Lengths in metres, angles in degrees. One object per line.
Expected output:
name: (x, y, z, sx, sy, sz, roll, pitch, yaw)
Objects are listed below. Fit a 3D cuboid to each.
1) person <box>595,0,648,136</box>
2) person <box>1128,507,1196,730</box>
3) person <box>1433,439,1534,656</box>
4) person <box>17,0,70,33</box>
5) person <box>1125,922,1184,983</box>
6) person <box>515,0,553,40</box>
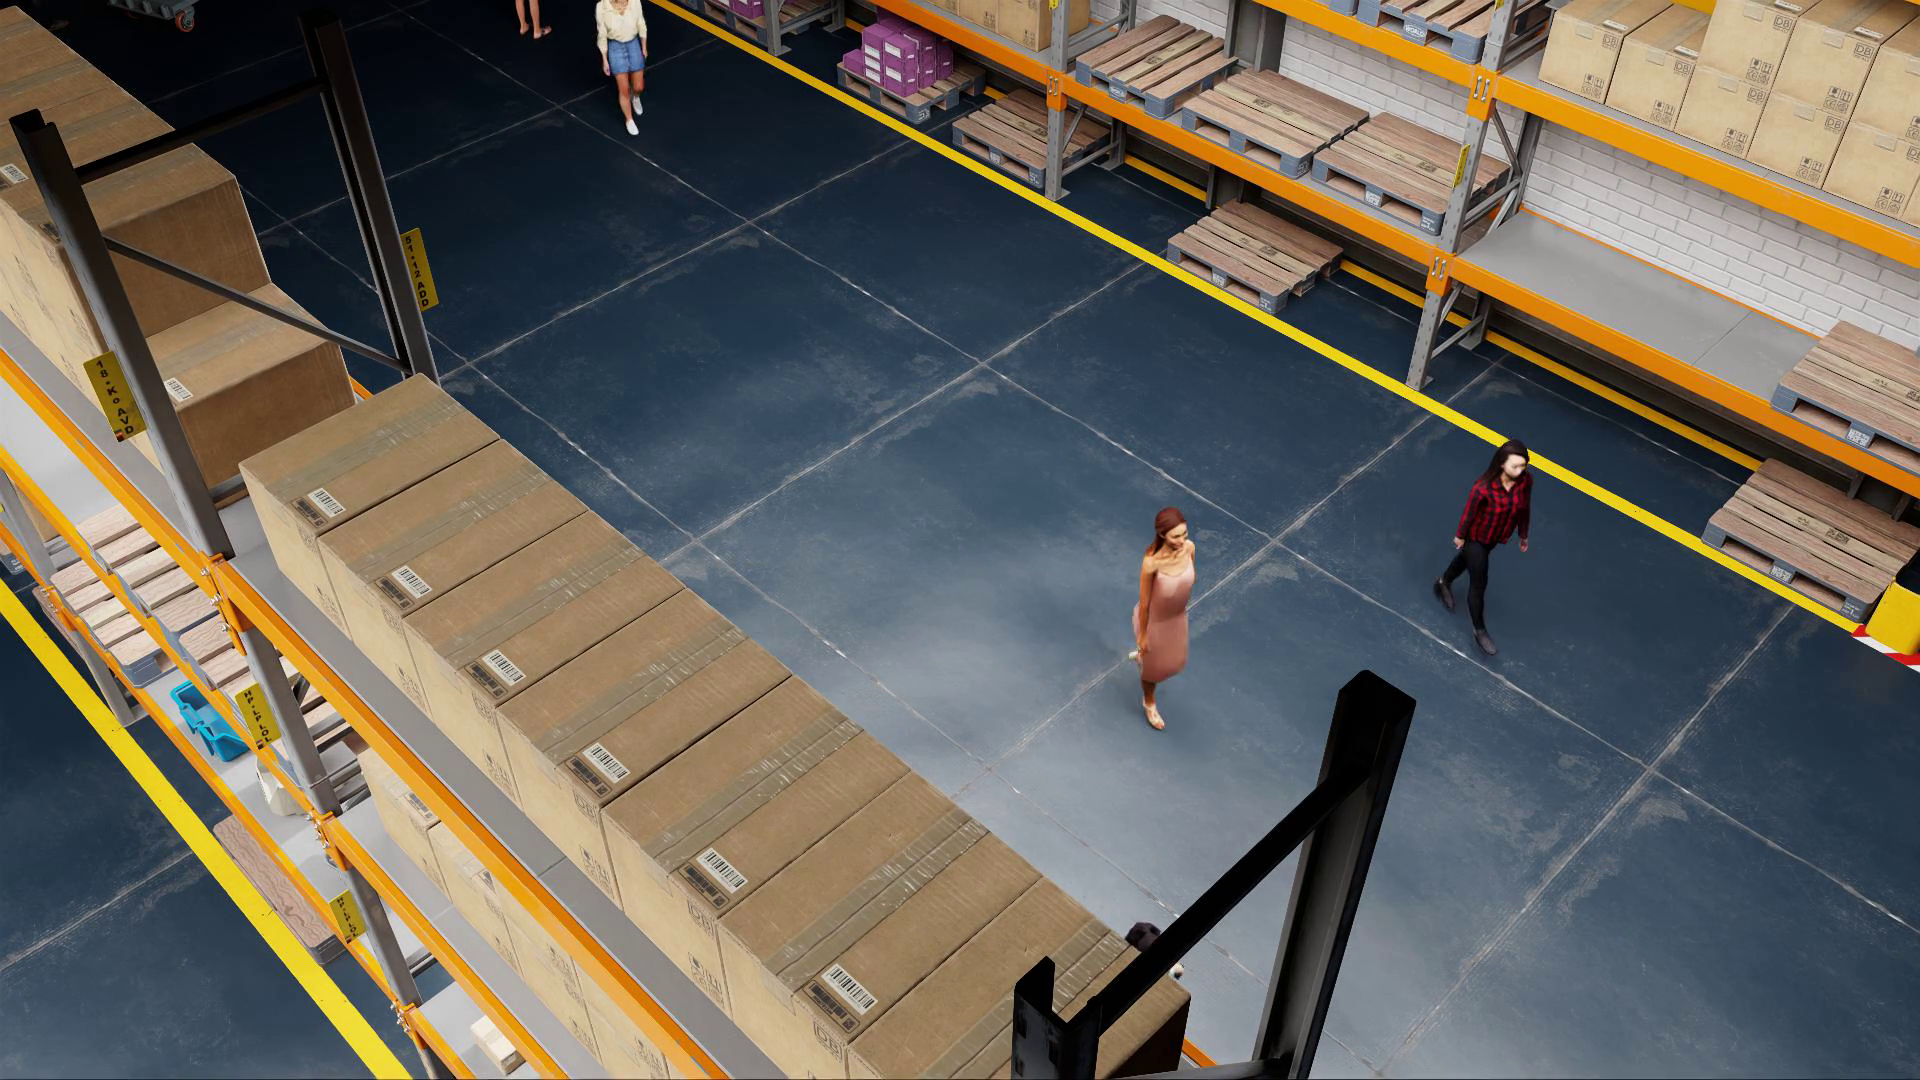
person: (-3.245, -4.718, 15.984, 0.795, 1.617, 0.847, -14, 45, -15)
person: (1.206, 0.445, 10.420, 0.700, 1.817, 0.803, -21, 48, -21)
person: (3.459, -0.099, 11.131, 0.827, 1.623, 1.085, -17, 46, -17)
person: (-9.957, -6.242, 17.438, 0.564, 1.818, 0.745, 25, 49, 24)
person: (0.844, 2.442, 8.377, 0.805, 1.743, 1.134, -19, 47, -19)
person: (-4.599, -6.034, 17.413, 0.644, 1.551, 0.702, 16, 46, 16)
